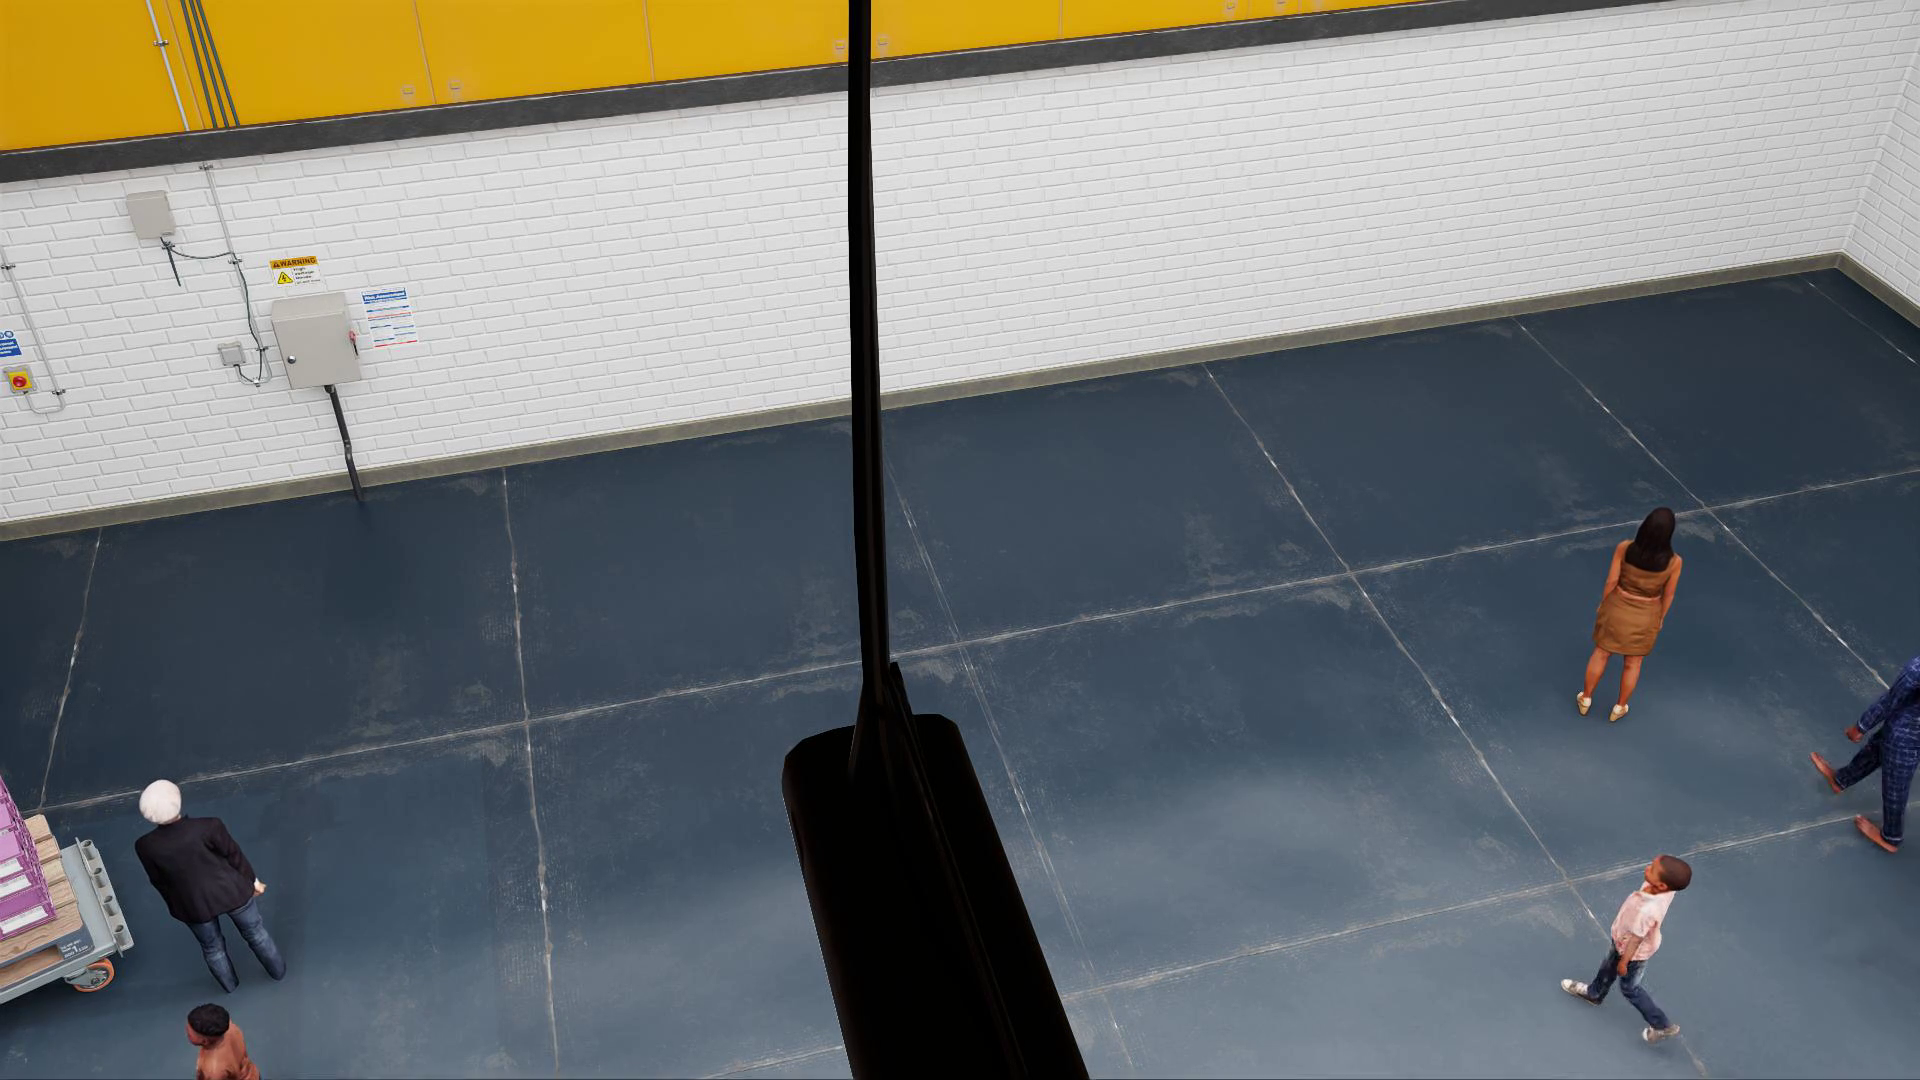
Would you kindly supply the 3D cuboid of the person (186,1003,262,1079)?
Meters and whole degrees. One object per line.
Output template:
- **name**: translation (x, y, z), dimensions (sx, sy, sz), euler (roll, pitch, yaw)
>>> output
- **person**: translation (-3.490, 2.694, 8.164), dimensions (0.627, 1.249, 0.615), euler (-4, 39, -5)

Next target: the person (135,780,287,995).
- **person**: translation (-4.022, 1.927, 9.055), dimensions (0.731, 1.778, 0.588), euler (-11, 40, -14)

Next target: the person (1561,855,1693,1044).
- **person**: translation (3.639, 2.157, 8.801), dimensions (0.912, 1.293, 0.817), euler (24, 44, 27)

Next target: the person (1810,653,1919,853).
- **person**: translation (5.630, 1.128, 9.690), dimensions (0.844, 1.791, 1.071), euler (-19, 42, -22)

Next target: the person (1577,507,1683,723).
- **person**: translation (4.265, 0.481, 10.581), dimensions (0.637, 1.690, 0.679), euler (15, 41, 18)
